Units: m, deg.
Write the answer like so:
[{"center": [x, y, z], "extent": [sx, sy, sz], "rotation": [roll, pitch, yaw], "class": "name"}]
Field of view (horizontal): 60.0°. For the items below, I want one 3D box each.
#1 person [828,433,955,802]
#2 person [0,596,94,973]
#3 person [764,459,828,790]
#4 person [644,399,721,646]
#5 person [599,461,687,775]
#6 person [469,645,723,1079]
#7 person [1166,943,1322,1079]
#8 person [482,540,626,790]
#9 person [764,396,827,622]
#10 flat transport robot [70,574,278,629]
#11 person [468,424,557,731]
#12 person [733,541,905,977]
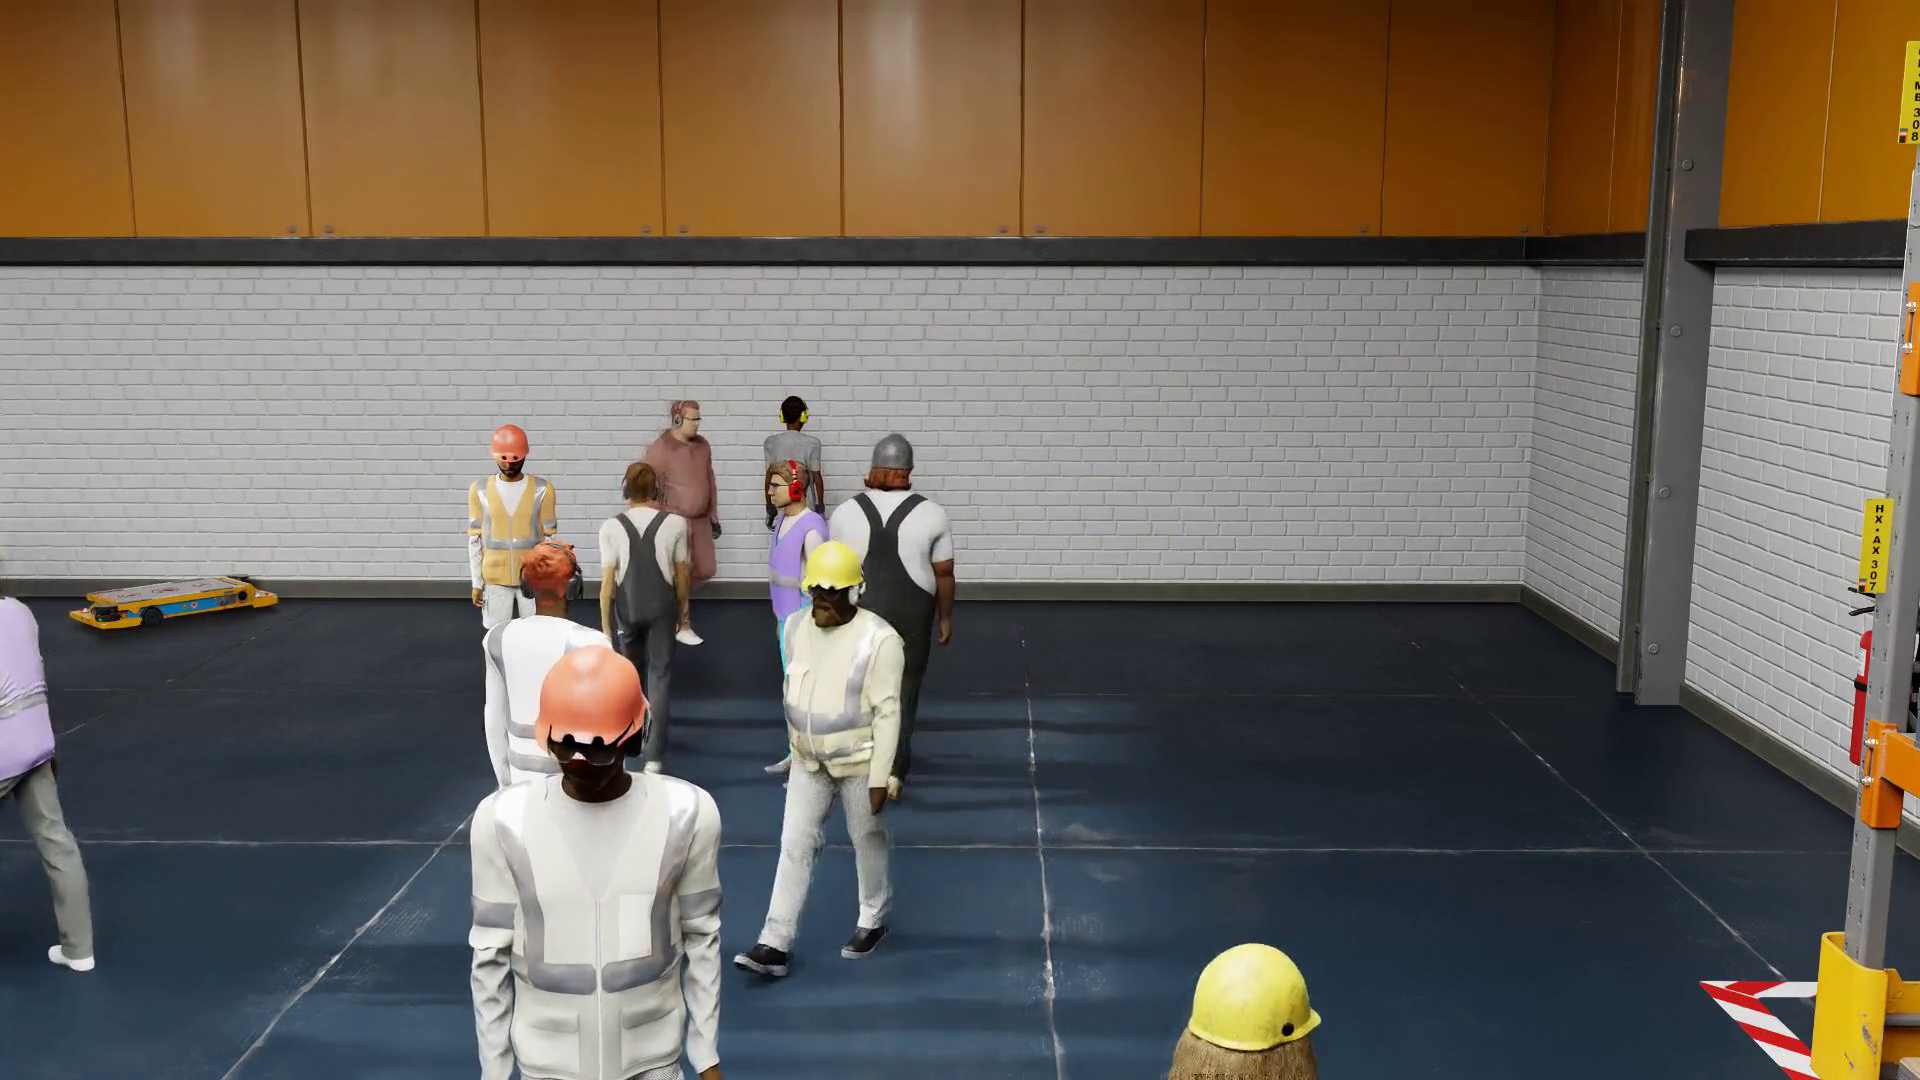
[{"center": [-0.383, 0.381, 9.192], "extent": [0.691, 2.000, 1.019], "rotation": [1, 10, 7], "class": "person"}, {"center": [-3.938, 0.876, 6.728], "extent": [0.739, 1.882, 0.621], "rotation": [1, 10, 5], "class": "person"}, {"center": [-0.877, 0.464, 9.278], "extent": [0.373, 1.843, 0.572], "rotation": [-4, 10, -23], "class": "person"}, {"center": [-2.154, -0.145, 12.796], "extent": [0.506, 1.885, 0.667], "rotation": [7, 12, 36], "class": "person"}, {"center": [-1.812, 0.446, 9.584], "extent": [0.495, 1.793, 1.009], "rotation": [-1, 10, -6], "class": "person"}, {"center": [-0.867, 1.244, 4.041], "extent": [0.605, 2.035, 0.392], "rotation": [-2, 10, -13], "class": "person"}, {"center": [0.485, 1.572, 3.013], "extent": [0.783, 1.715, 0.493], "rotation": [-5, 11, -27], "class": "person"}, {"center": [-1.521, 0.933, 6.351], "extent": [0.583, 1.884, 0.350], "rotation": [4, 10, 20], "class": "person"}, {"center": [-1.321, -0.229, 13.374], "extent": [0.516, 1.865, 0.329], "rotation": [2, 10, 11], "class": "person"}, {"center": [-6.502, 0.498, 13.782], "extent": [0.652, 0.197, 1.431], "rotation": [9, 13, 42], "class": "flat transport robot"}, {"center": [-2.785, 0.236, 10.397], "extent": [0.543, 1.928, 0.374], "rotation": [-2, 10, -12], "class": "person"}, {"center": [-0.551, 0.907, 6.768], "extent": [0.608, 1.792, 0.812], "rotation": [5, 11, 28], "class": "person"}]
